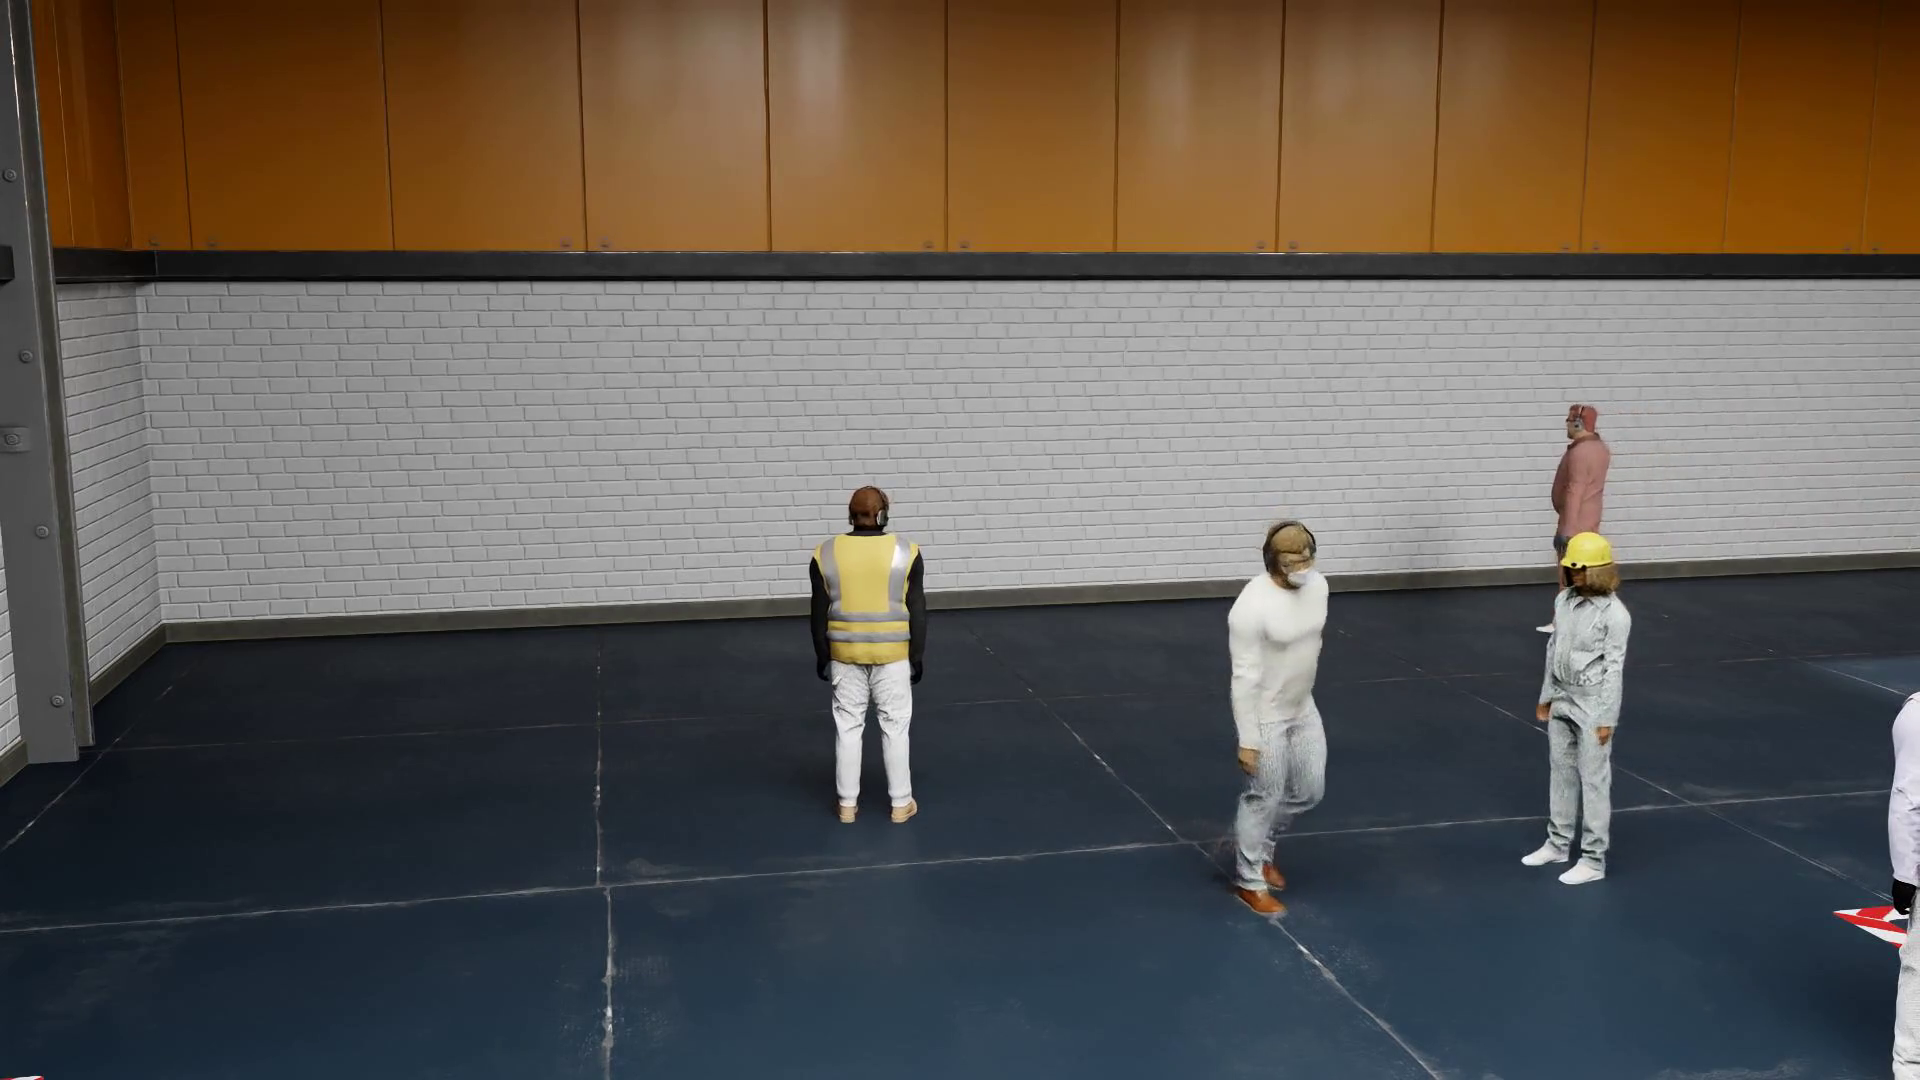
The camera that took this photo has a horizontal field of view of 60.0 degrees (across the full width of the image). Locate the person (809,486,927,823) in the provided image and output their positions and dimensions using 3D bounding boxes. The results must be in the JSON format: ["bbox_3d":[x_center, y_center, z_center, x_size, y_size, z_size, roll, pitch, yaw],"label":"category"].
[{"bbox_3d":[-0.489,0.624,9.004,0.624,1.835,0.430,1,9,4],"label":"person"}]

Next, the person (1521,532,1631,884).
[{"bbox_3d":[3.033,0.814,8.151,0.310,1.739,0.485,-3,10,-18],"label":"person"}]

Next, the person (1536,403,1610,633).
[{"bbox_3d":[5.047,-0.161,13.631,0.407,1.922,0.653,7,12,37],"label":"person"}]

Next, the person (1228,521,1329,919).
[{"bbox_3d":[1.421,0.820,7.634,0.671,1.895,0.586,-8,12,-40],"label":"person"}]

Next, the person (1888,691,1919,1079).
[{"bbox_3d":[3.528,1.157,5.726,0.627,1.847,0.429,1,9,6],"label":"person"}]
